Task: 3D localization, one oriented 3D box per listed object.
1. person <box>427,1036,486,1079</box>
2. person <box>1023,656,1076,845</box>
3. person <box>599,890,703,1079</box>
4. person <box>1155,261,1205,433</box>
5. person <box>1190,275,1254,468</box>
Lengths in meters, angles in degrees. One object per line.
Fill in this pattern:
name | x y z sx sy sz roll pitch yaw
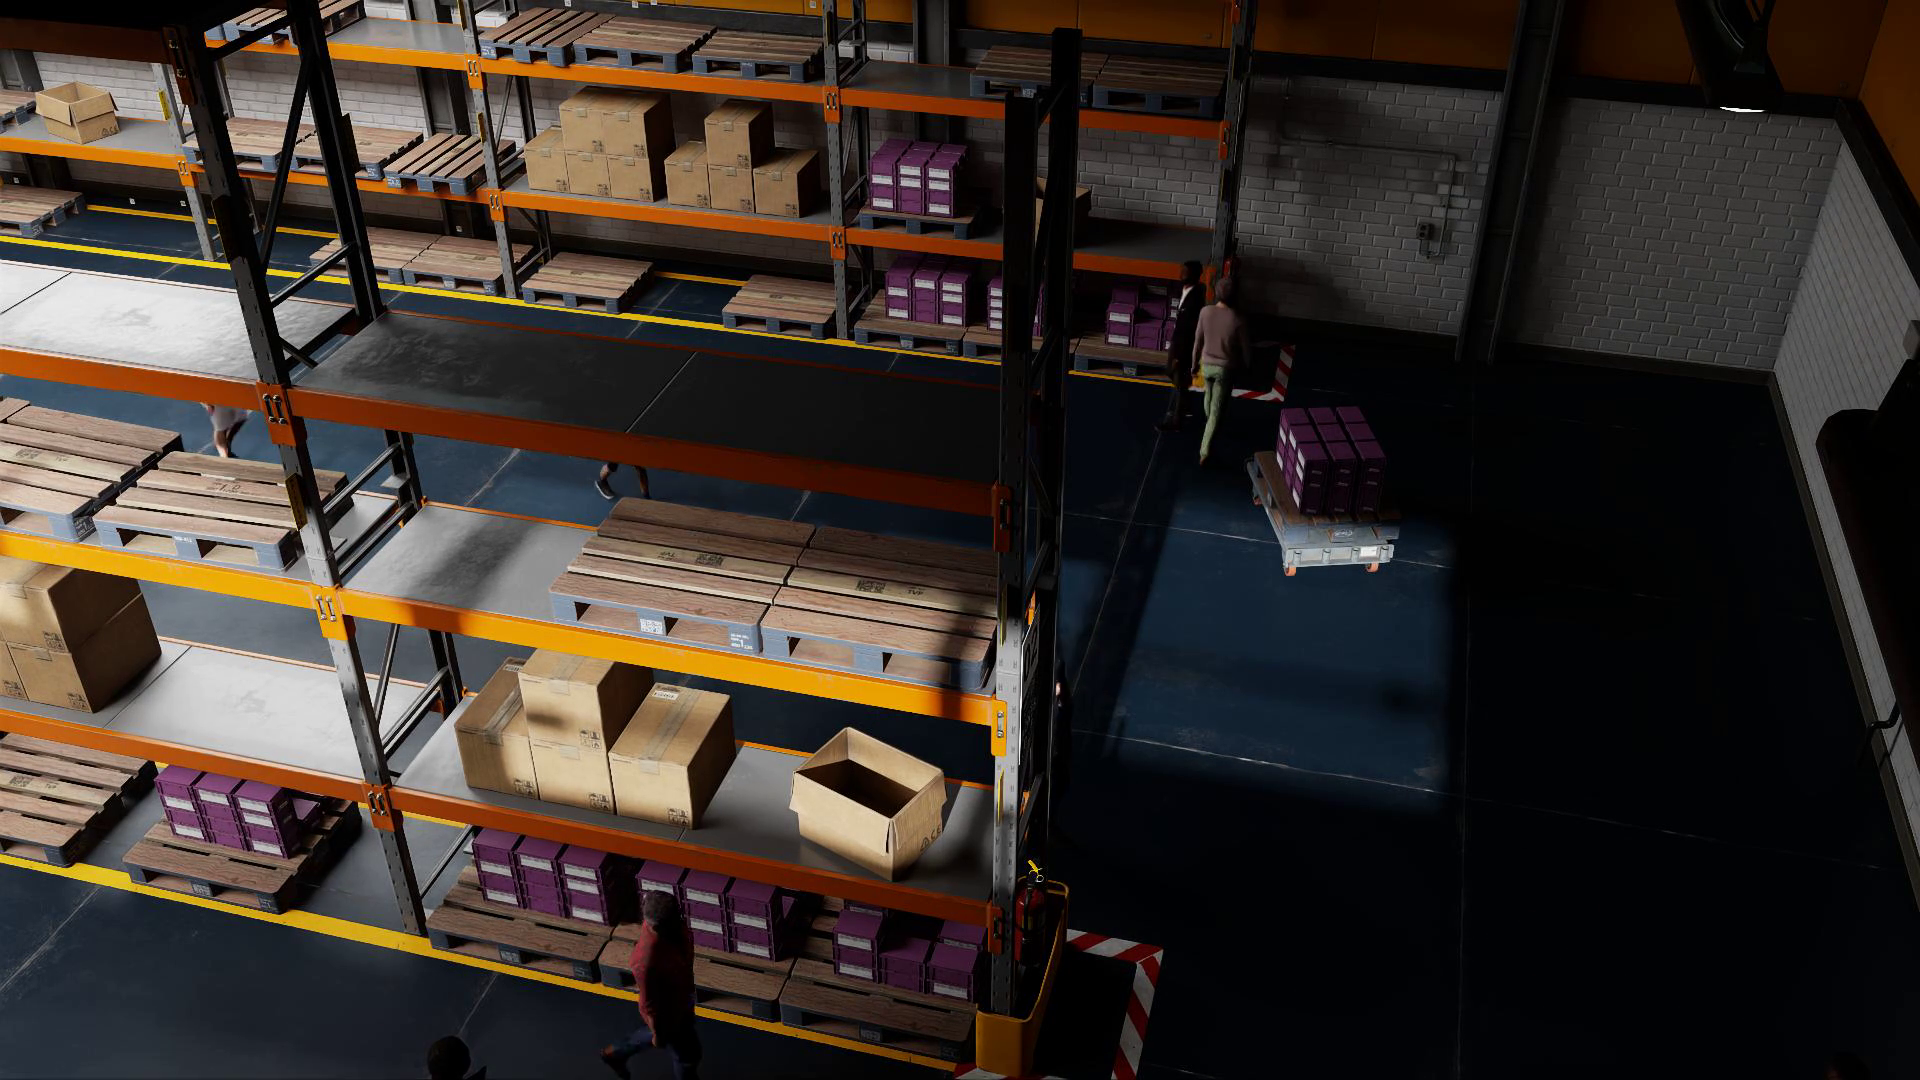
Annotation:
person | -2.545 3.200 8.606 0.592 1.660 0.662 25 41 32
person | 0.502 1.431 11.279 0.923 1.649 0.823 13 36 18
person | -1.727 2.609 9.370 1.016 1.800 0.767 4 34 6
person | 2.234 -1.869 16.108 0.759 1.799 0.751 -2 34 -2
person | 2.395 -1.538 15.575 1.172 1.838 0.978 20 38 27
